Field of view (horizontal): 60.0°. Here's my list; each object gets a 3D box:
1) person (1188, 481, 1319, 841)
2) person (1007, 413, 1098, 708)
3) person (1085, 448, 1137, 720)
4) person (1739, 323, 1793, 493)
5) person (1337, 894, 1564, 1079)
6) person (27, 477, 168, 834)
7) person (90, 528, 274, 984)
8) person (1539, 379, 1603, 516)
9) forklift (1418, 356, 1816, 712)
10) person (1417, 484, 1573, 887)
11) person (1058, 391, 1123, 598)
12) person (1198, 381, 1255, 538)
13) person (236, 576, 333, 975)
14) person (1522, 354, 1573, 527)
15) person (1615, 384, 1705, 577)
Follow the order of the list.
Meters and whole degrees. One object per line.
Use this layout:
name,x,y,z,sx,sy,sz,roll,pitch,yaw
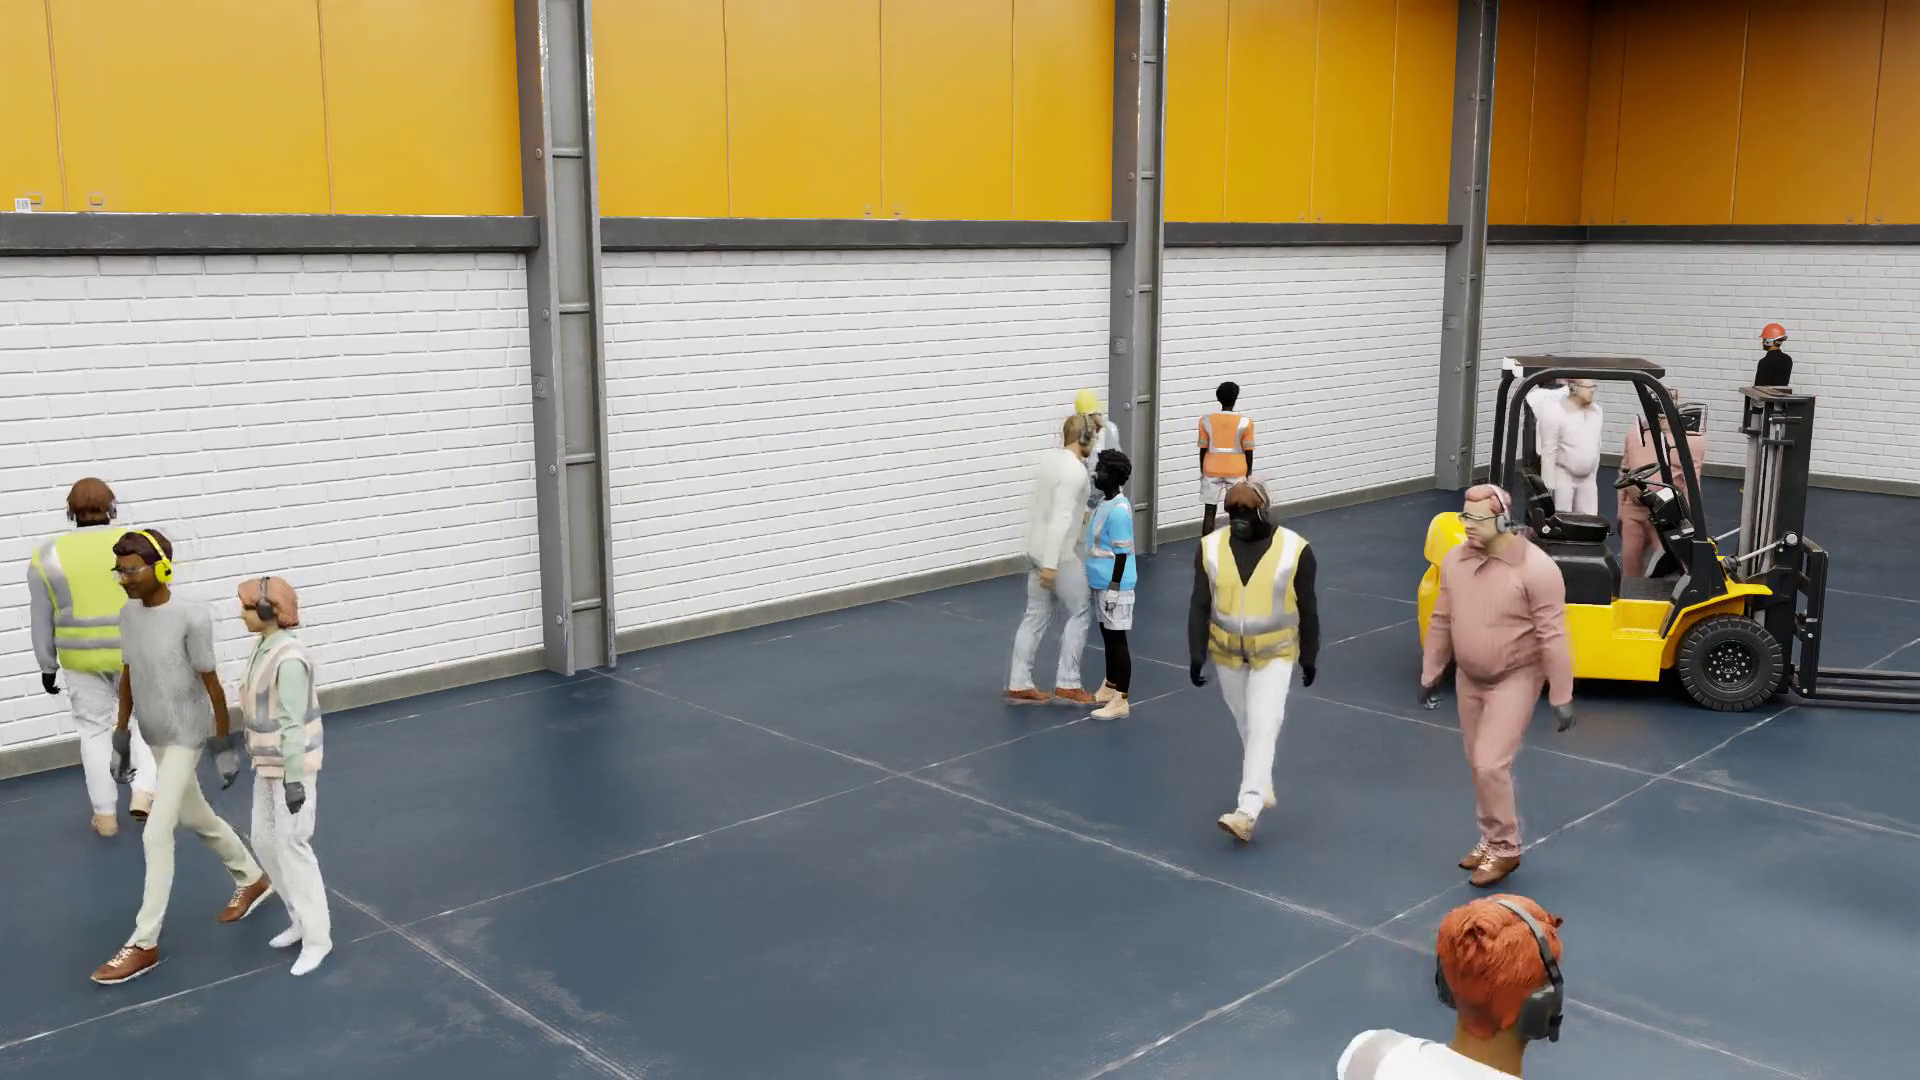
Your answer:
person,1.485,0.584,8.475,0.636,1.791,0.966,5,12,26
person,0.617,0.137,10.642,0.702,1.878,0.656,-3,11,-15
person,0.938,0.270,10.404,0.318,1.700,0.535,-1,10,-6
person,9.398,-1.517,19.340,0.612,1.995,0.378,-8,13,-38
person,0.915,1.539,3.010,0.407,1.872,0.575,-8,13,-39
person,-4.258,0.588,8.301,0.652,1.825,0.441,-5,11,-24
person,-3.293,0.842,6.998,0.537,1.824,0.959,6,12,30
person,5.211,-0.523,14.212,0.661,1.889,0.463,-4,11,-21
forklift,4.276,-0.101,11.076,2.313,2.155,1.214,2,11,13
person,2.461,0.672,7.720,0.616,1.879,0.725,-6,12,-30
person,1.116,-0.339,13.540,0.651,1.772,0.771,-4,11,-23
person,2.429,-0.602,15.188,0.524,1.690,0.320,3,11,17
person,-2.789,0.956,6.900,0.306,1.628,0.555,-8,13,-37
person,5.595,-0.798,15.698,0.603,1.896,0.729,-2,11,-13
person,5.216,-0.222,12.524,0.407,1.906,0.645,-7,13,-35
